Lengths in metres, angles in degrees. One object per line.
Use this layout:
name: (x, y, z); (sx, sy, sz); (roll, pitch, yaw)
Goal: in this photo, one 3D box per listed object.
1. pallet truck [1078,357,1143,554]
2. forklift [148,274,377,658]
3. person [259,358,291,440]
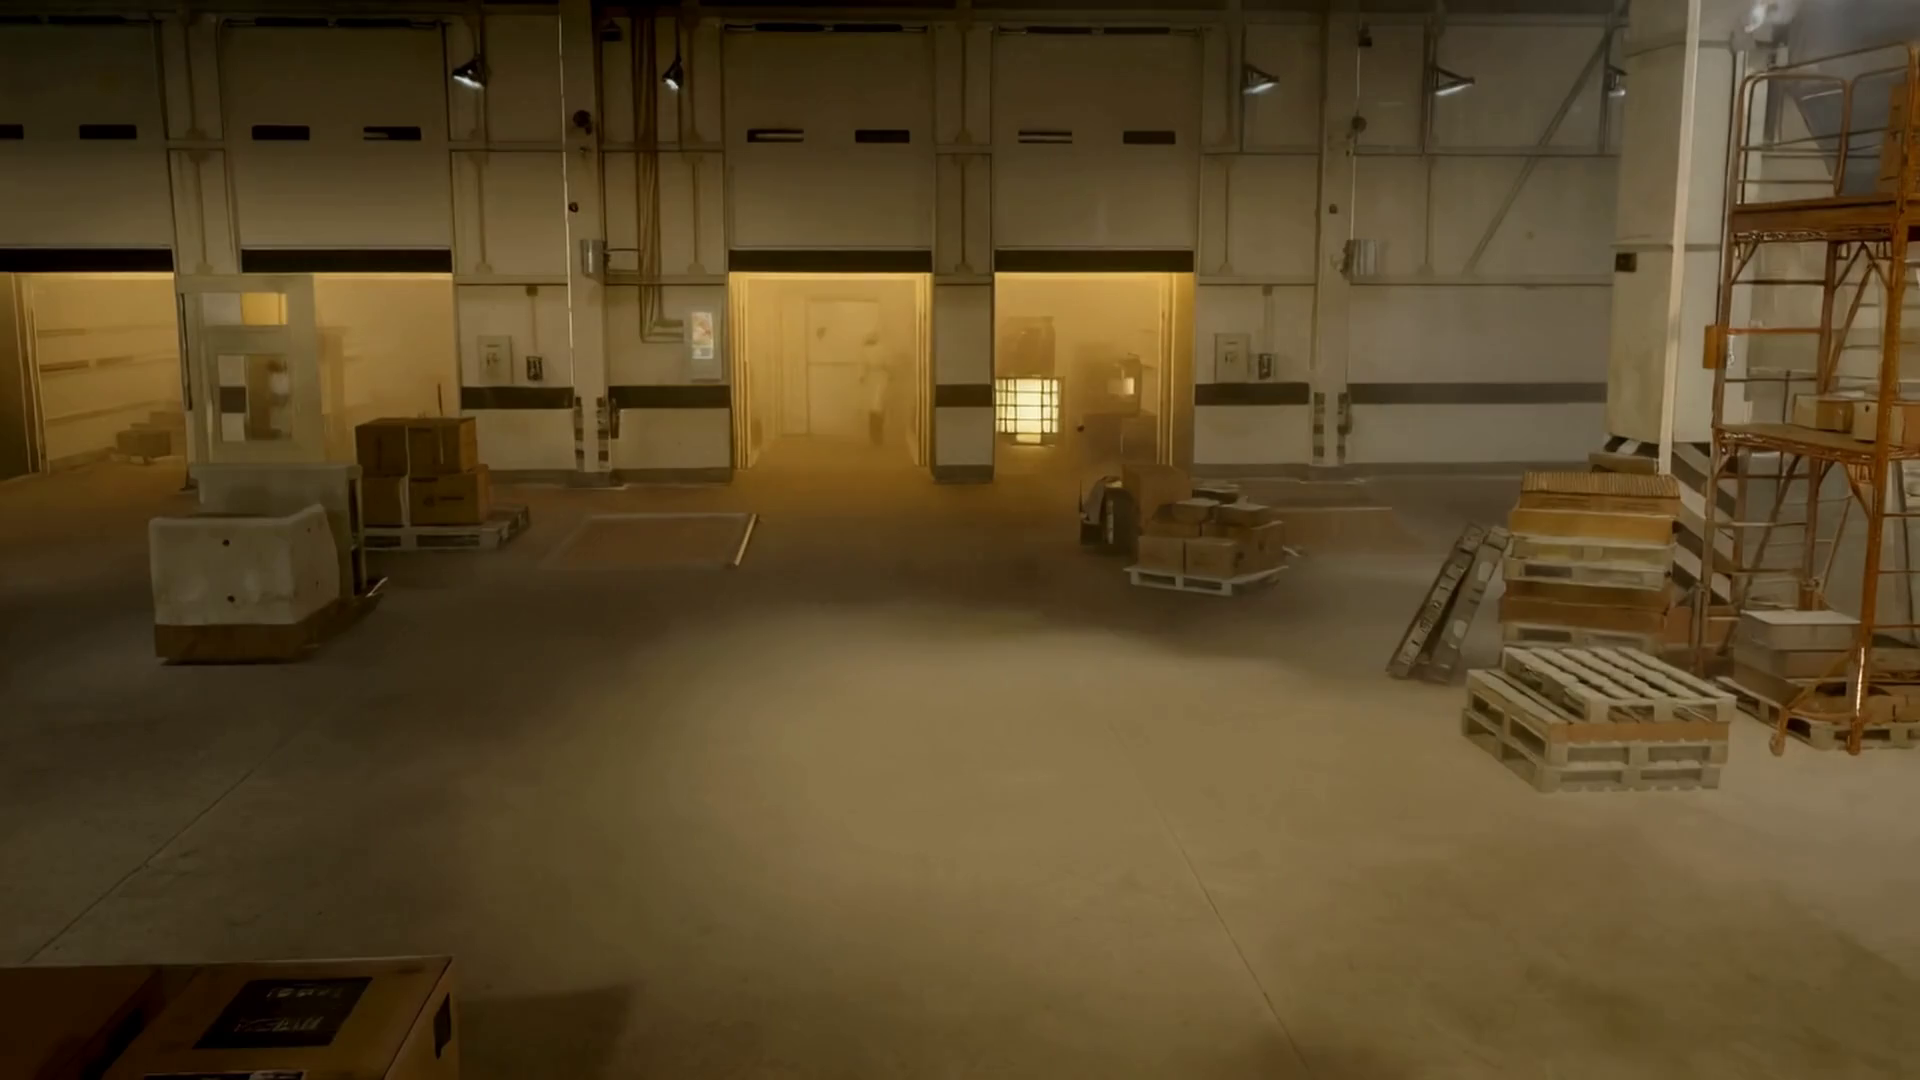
pallet truck: (2.088, -0.836, 16.757); (1.885, 1.965, 0.823); (2, 9, 13)
forklift: (-5.348, -0.627, 12.681); (1.129, 2.768, 1.873); (-1, 9, -4)
person: (-7.422, -1.033, 18.249); (0.561, 1.925, 0.442); (3, 10, 19)
